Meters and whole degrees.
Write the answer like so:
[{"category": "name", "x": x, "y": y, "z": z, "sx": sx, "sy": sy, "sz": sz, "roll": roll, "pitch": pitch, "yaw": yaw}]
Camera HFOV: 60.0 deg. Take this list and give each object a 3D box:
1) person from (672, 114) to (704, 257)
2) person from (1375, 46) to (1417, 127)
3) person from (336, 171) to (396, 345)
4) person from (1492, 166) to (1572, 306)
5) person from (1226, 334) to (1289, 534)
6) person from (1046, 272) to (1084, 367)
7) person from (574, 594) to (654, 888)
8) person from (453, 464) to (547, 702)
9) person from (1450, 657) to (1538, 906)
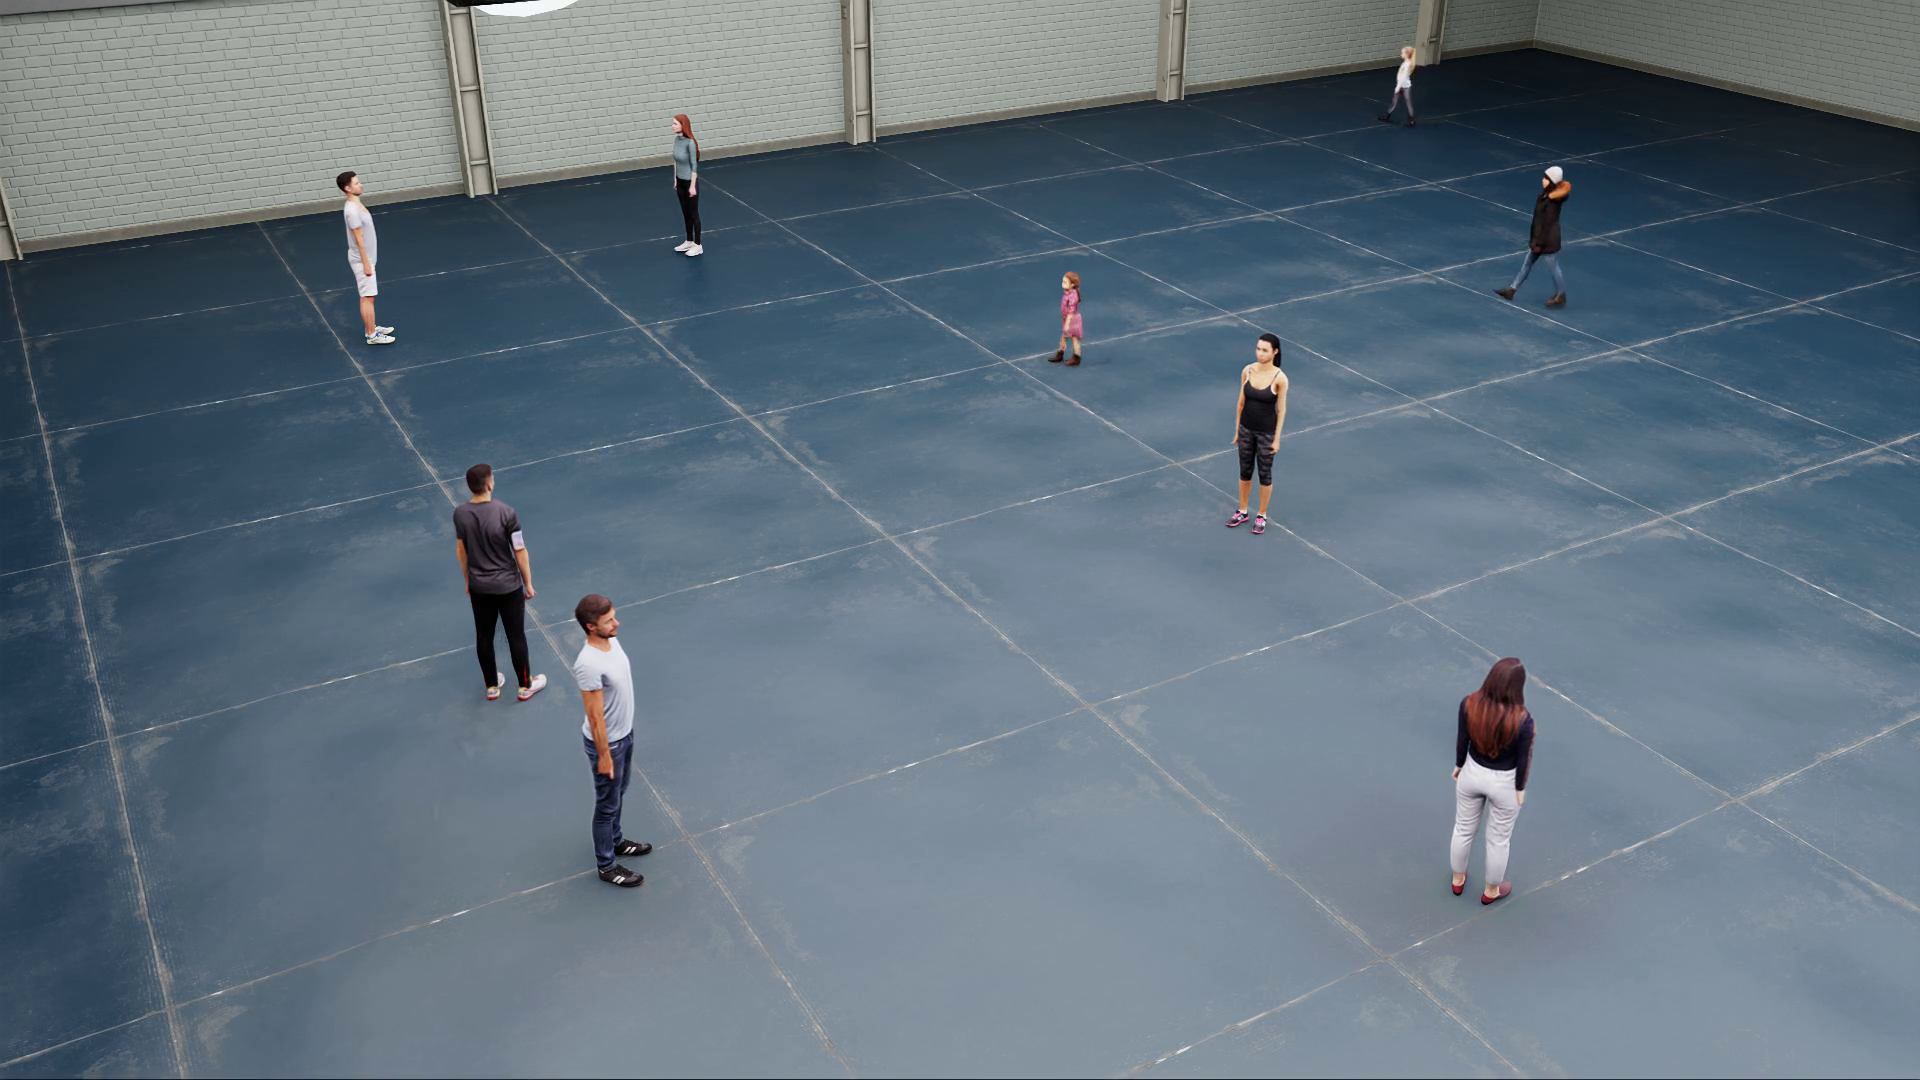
[{"category": "person", "x": -3.384, "y": -4.405, "z": 20.610, "sx": 0.581, "sy": 1.743, "sz": 0.618, "roll": -20, "pitch": 33, "yaw": -34}, {"category": "person", "x": 7.197, "y": -7.252, "z": 26.679, "sx": 0.928, "sy": 1.248, "sz": 0.815, "roll": 3, "pitch": 27, "yaw": 7}, {"category": "person", "x": -6.406, "y": -3.031, "z": 17.819, "sx": 0.643, "sy": 1.856, "sz": 0.722, "roll": -9, "pitch": 28, "yaw": -16}, {"category": "person", "x": 6.710, "y": -3.399, "z": 18.817, "sx": 1.158, "sy": 1.596, "sz": 1.021, "roll": 3, "pitch": 27, "yaw": 5}, {"category": "person", "x": 2.495, "y": -0.898, "z": 13.813, "sx": 0.642, "sy": 1.730, "sz": 0.652, "roll": 18, "pitch": 32, "yaw": 31}, {"category": "person", "x": 1.207, "y": -2.296, "z": 17.312, "sx": 0.651, "sy": 1.013, "sz": 0.553, "roll": -3, "pitch": 27, "yaw": -6}, {"category": "person", "x": -2.057, "y": 1.143, "z": 9.701, "sx": 0.719, "sy": 1.865, "sz": 0.720, "roll": 1, "pitch": 27, "yaw": 1}, {"category": "person", "x": -3.208, "y": 0.298, "z": 11.455, "sx": 0.677, "sy": 1.763, "sz": 0.777, "roll": 3, "pitch": 27, "yaw": 6}, {"category": "person", "x": 3.048, "y": 1.373, "z": 9.536, "sx": 0.667, "sy": 1.607, "sz": 0.653, "roll": 20, "pitch": 33, "yaw": 34}]
